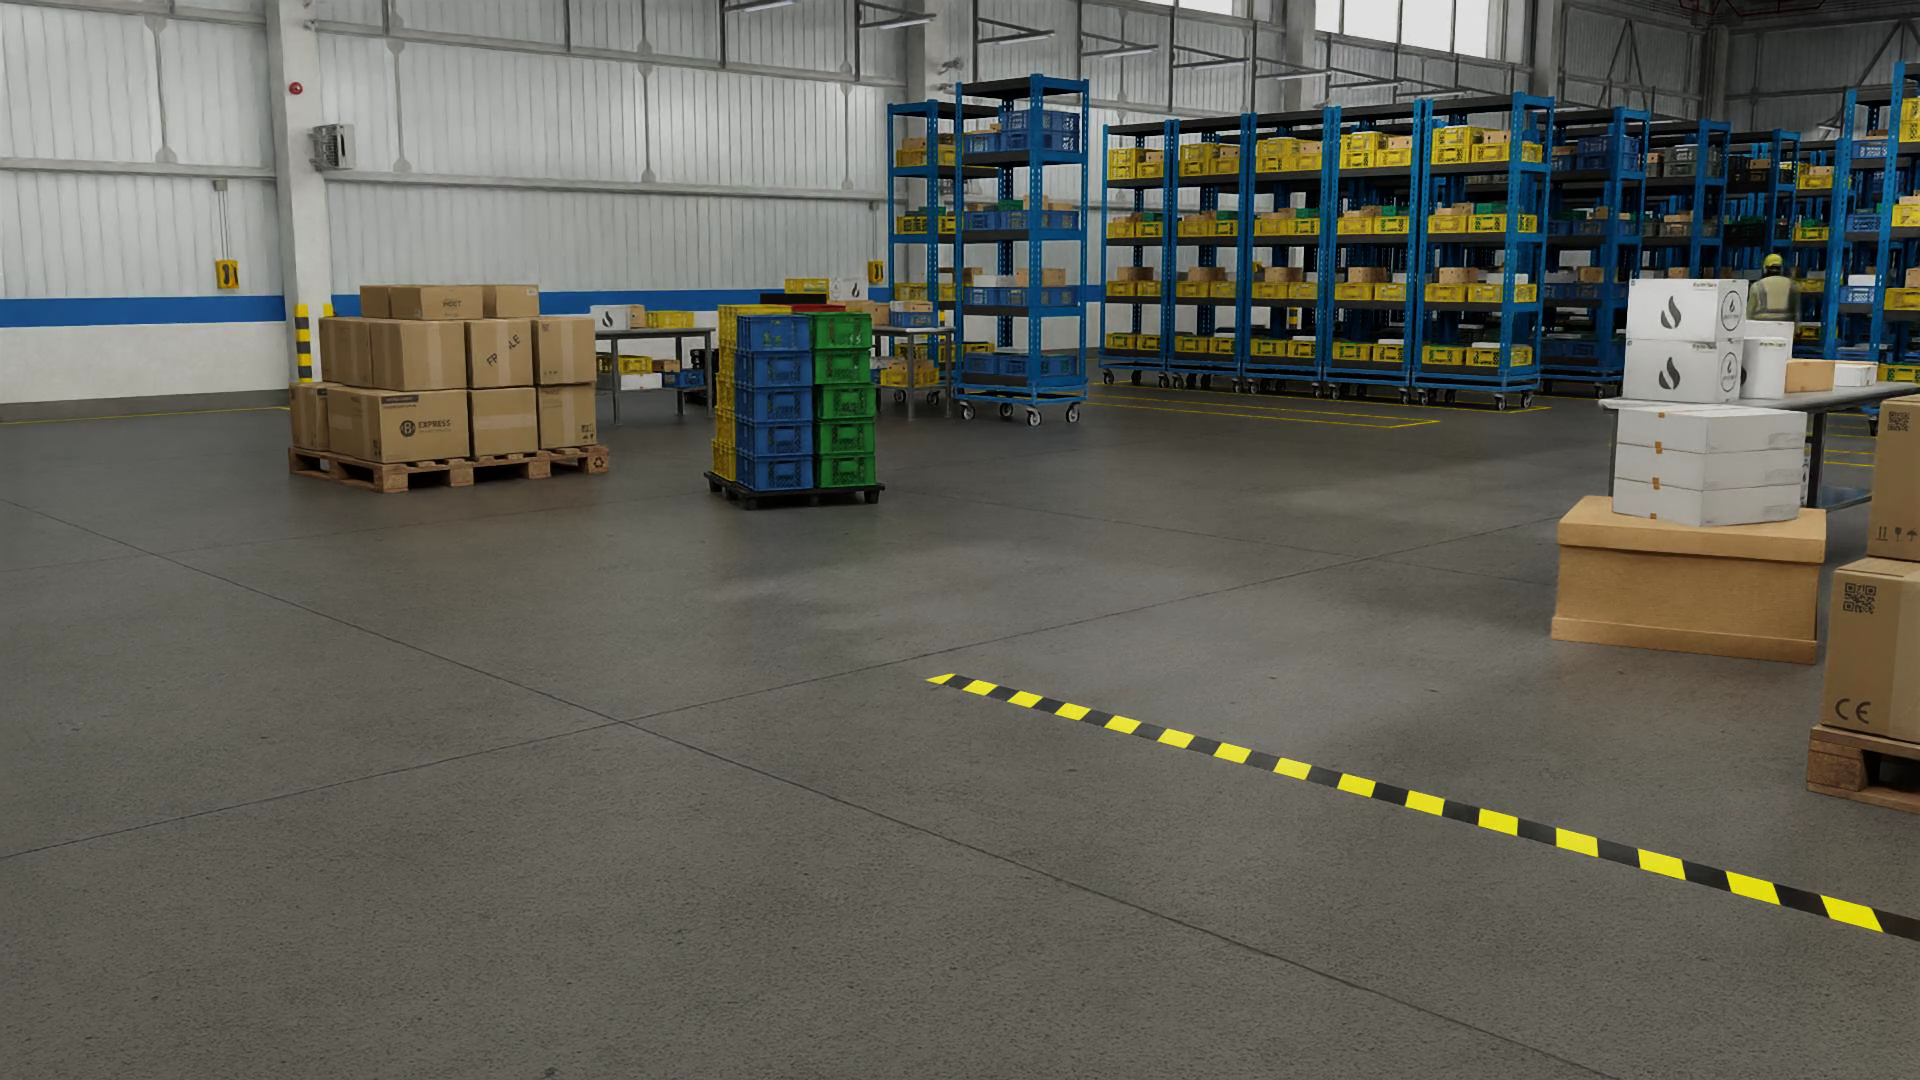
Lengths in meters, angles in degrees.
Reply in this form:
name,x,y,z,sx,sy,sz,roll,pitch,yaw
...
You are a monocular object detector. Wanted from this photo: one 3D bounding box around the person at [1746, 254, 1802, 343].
name,x,y,z,sx,sy,sz,roll,pitch,yaw
person,9.913,-2.576,20.299,0.631,1.819,0.414,2,10,10
